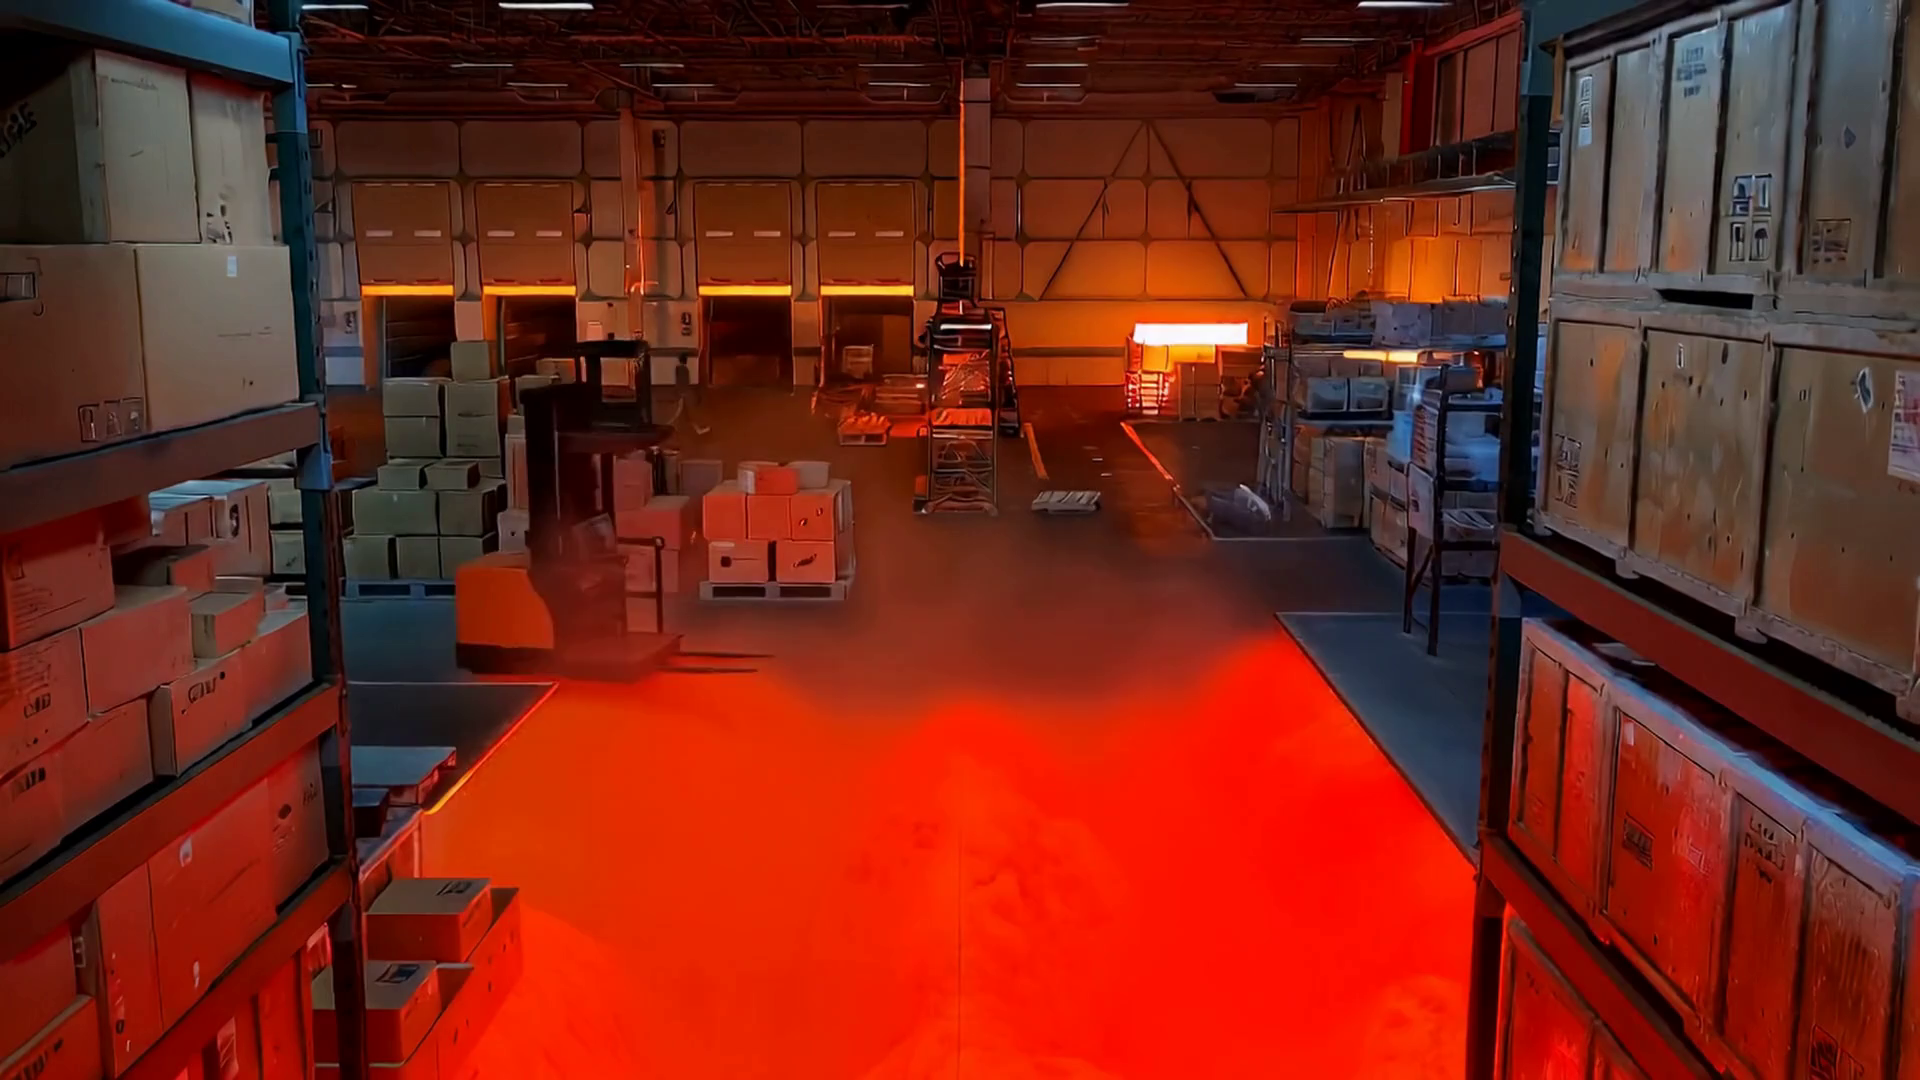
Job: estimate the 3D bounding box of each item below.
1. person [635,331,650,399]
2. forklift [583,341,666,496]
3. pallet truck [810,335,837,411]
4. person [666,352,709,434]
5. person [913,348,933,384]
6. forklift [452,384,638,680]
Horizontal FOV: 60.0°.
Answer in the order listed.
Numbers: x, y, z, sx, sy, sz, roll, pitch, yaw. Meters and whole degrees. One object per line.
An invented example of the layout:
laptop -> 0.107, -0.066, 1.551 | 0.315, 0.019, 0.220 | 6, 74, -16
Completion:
person -> -8.990, -4.944, 46.978 | 0.544, 1.929, 0.387 | 8, 13, 38
forklift -> -5.078, -1.578, 24.804 | 1.129, 2.768, 1.873 | 0, 10, 1
pallet truck -> -3.021, -4.312, 43.126 | 1.885, 1.965, 0.823 | 3, 10, 17
person -> -6.297, -3.334, 37.823 | 1.030, 1.892, 0.640 | -3, 10, -19
person -> -0.879, -3.869, 40.927 | 0.499, 1.866, 0.607 | -10, 14, -44
forklift -> -3.974, -0.127, 16.433 | 1.873, 2.768, 1.129 | 2, 10, 9
